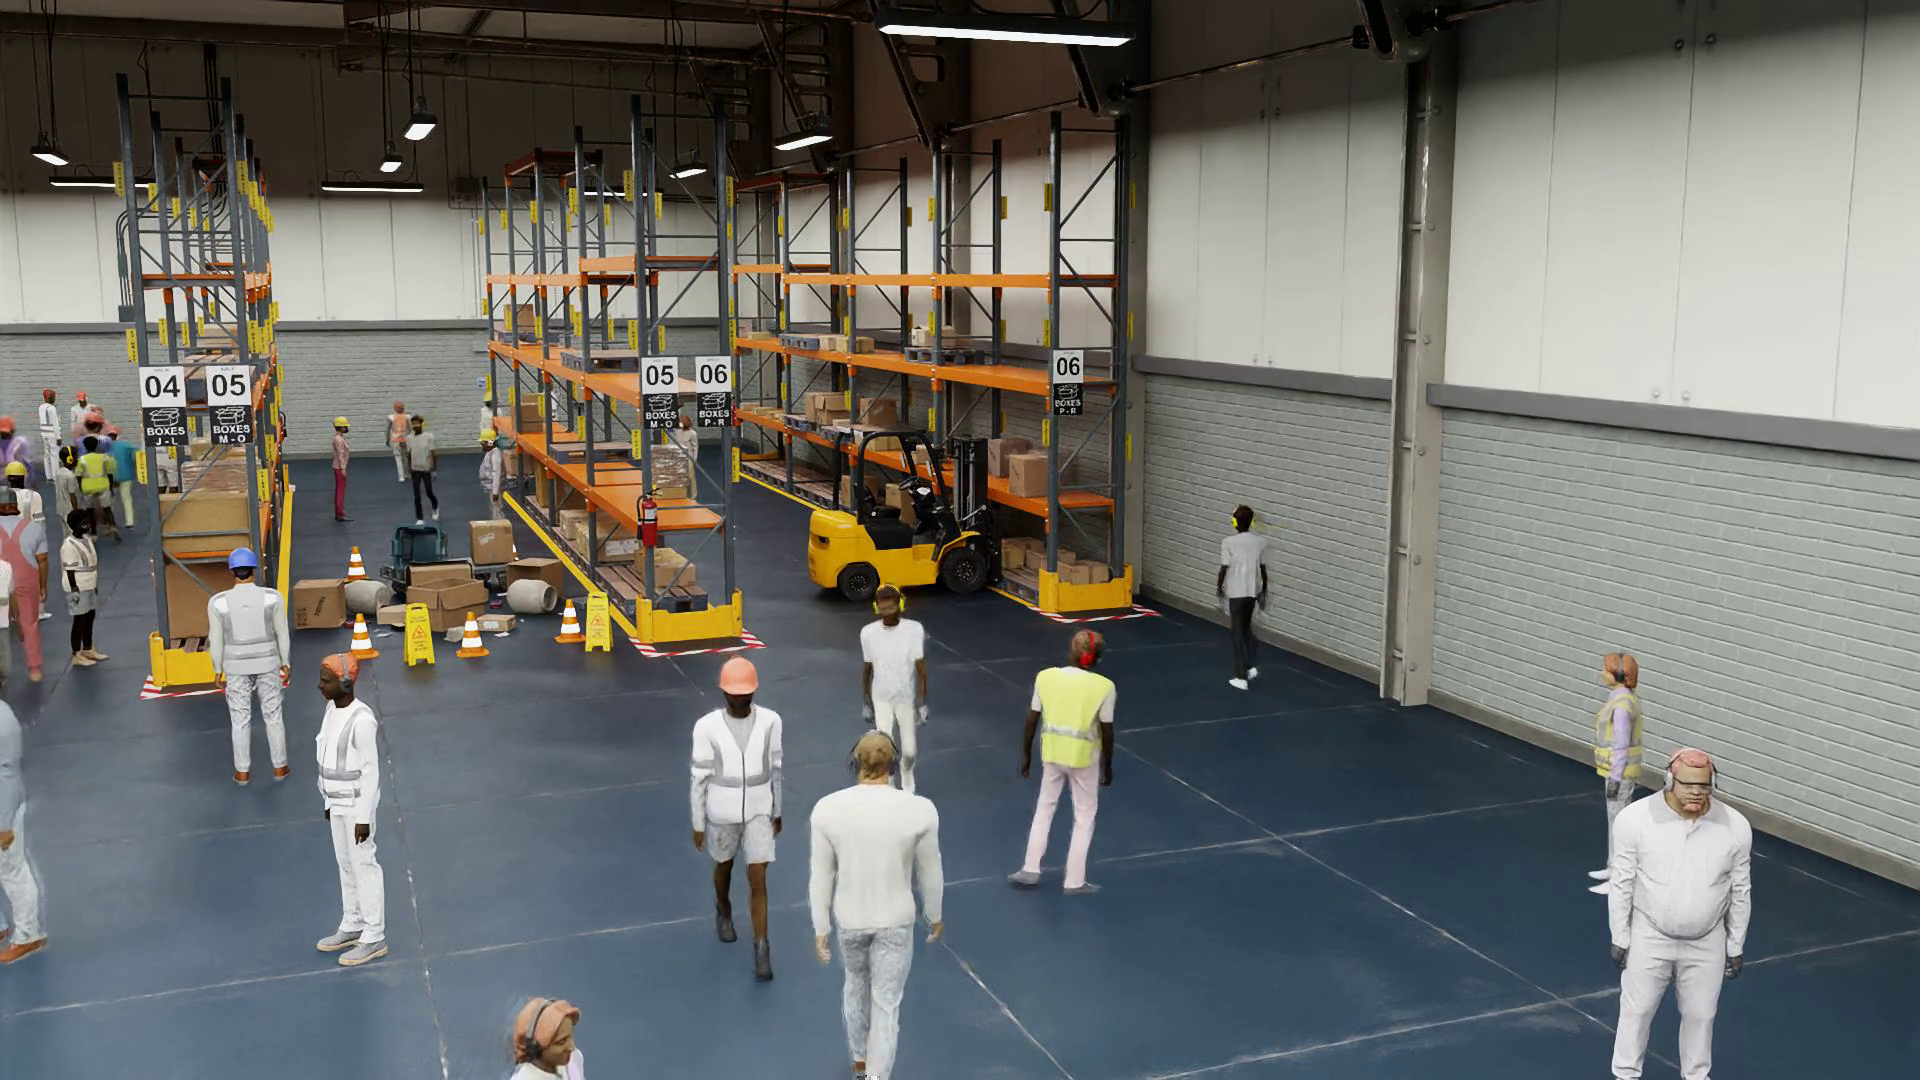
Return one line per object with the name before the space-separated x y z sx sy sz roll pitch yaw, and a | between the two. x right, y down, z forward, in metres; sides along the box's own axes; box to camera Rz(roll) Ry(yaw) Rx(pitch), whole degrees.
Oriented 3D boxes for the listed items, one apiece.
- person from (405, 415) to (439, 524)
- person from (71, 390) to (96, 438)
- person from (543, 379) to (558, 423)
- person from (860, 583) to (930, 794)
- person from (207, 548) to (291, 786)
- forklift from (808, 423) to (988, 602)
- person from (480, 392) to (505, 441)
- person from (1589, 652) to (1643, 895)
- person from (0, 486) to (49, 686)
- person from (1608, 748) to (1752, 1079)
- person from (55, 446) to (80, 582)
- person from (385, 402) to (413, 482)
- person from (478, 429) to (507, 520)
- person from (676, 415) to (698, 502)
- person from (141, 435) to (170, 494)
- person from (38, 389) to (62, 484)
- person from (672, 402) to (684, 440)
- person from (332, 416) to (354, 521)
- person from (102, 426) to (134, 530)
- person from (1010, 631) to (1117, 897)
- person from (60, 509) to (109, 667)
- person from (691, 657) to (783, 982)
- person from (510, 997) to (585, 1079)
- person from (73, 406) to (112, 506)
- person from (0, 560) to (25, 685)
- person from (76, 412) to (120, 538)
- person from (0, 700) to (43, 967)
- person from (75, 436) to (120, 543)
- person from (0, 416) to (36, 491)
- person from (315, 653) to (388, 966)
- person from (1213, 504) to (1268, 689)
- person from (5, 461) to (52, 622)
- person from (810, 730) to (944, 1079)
person | -8.906 -1.164 27.563 0.508 1.859 0.558 0 9 2
person | -18.377 -2.282 34.960 0.575 1.739 0.349 -2 9 -10
person | -9.017 -2.600 36.503 0.355 1.884 0.575 4 10 24
person | -0.494 1.209 12.658 0.533 1.842 0.614 0 9 -1
person | -5.755 1.026 13.510 0.604 1.939 0.401 -4 10 -23
forklift | -0.830 -0.399 21.676 2.313 2.155 1.214 -4 10 -21
person | -9.686 -2.230 34.659 0.512 1.728 0.875 5 10 30
person | 4.395 1.555 11.123 0.310 1.638 0.522 4 10 22
person | -9.618 0.445 16.846 0.684 2.000 0.535 -7 12 -39
person | 3.464 1.921 8.028 0.641 1.899 0.395 2 9 11
person | -11.912 -0.326 22.275 0.522 1.865 0.318 8 12 40
person | -11.299 -1.980 33.539 0.520 1.588 0.853 -5 10 -29
person | -7.084 -0.776 25.236 0.404 1.823 0.596 -4 10 -23
person | -4.942 -1.446 30.024 0.498 1.634 0.283 6 11 32
person | -14.124 -1.382 29.399 0.592 1.695 0.916 -3 9 -18
person | -18.048 -2.052 33.051 0.574 1.886 0.356 6 11 34
person | -5.887 -2.188 34.689 0.280 1.636 0.502 1 9 4
person | -10.421 -1.203 28.079 0.328 1.767 0.532 -4 10 -24
person | -13.794 -1.019 27.189 0.545 1.690 0.898 -8 12 -41
person | 0.698 1.490 11.074 0.722 1.820 0.375 5 10 28
person | -9.301 0.502 17.601 0.319 1.688 0.539 -1 9 -6
person | -1.339 1.611 10.014 0.567 1.887 1.008 -3 9 -16
person | -1.378 2.398 5.877 0.769 1.604 0.548 3 10 19
person | -15.108 -1.405 29.040 0.756 1.852 0.855 -8 12 -42
person | -8.911 0.818 15.183 0.675 1.823 0.584 7 11 36
person | -13.551 -1.009 26.114 0.621 2.014 0.767 2 9 11
person | -5.790 1.617 9.840 0.652 1.918 0.611 5 11 31
person | -13.301 -0.770 25.640 0.550 1.670 0.590 -8 12 -42
person | -14.702 -0.928 25.717 0.645 1.974 1.030 0 9 -2
person | -3.690 1.606 10.037 0.356 1.883 0.574 -8 12 -42
person | 2.816 0.570 16.696 0.512 1.849 0.472 -3 10 -19
person | -11.223 0.021 19.878 0.594 1.922 0.385 -1 9 -8
person | -0.391 1.865 8.334 0.635 1.898 0.904 1 9 9
